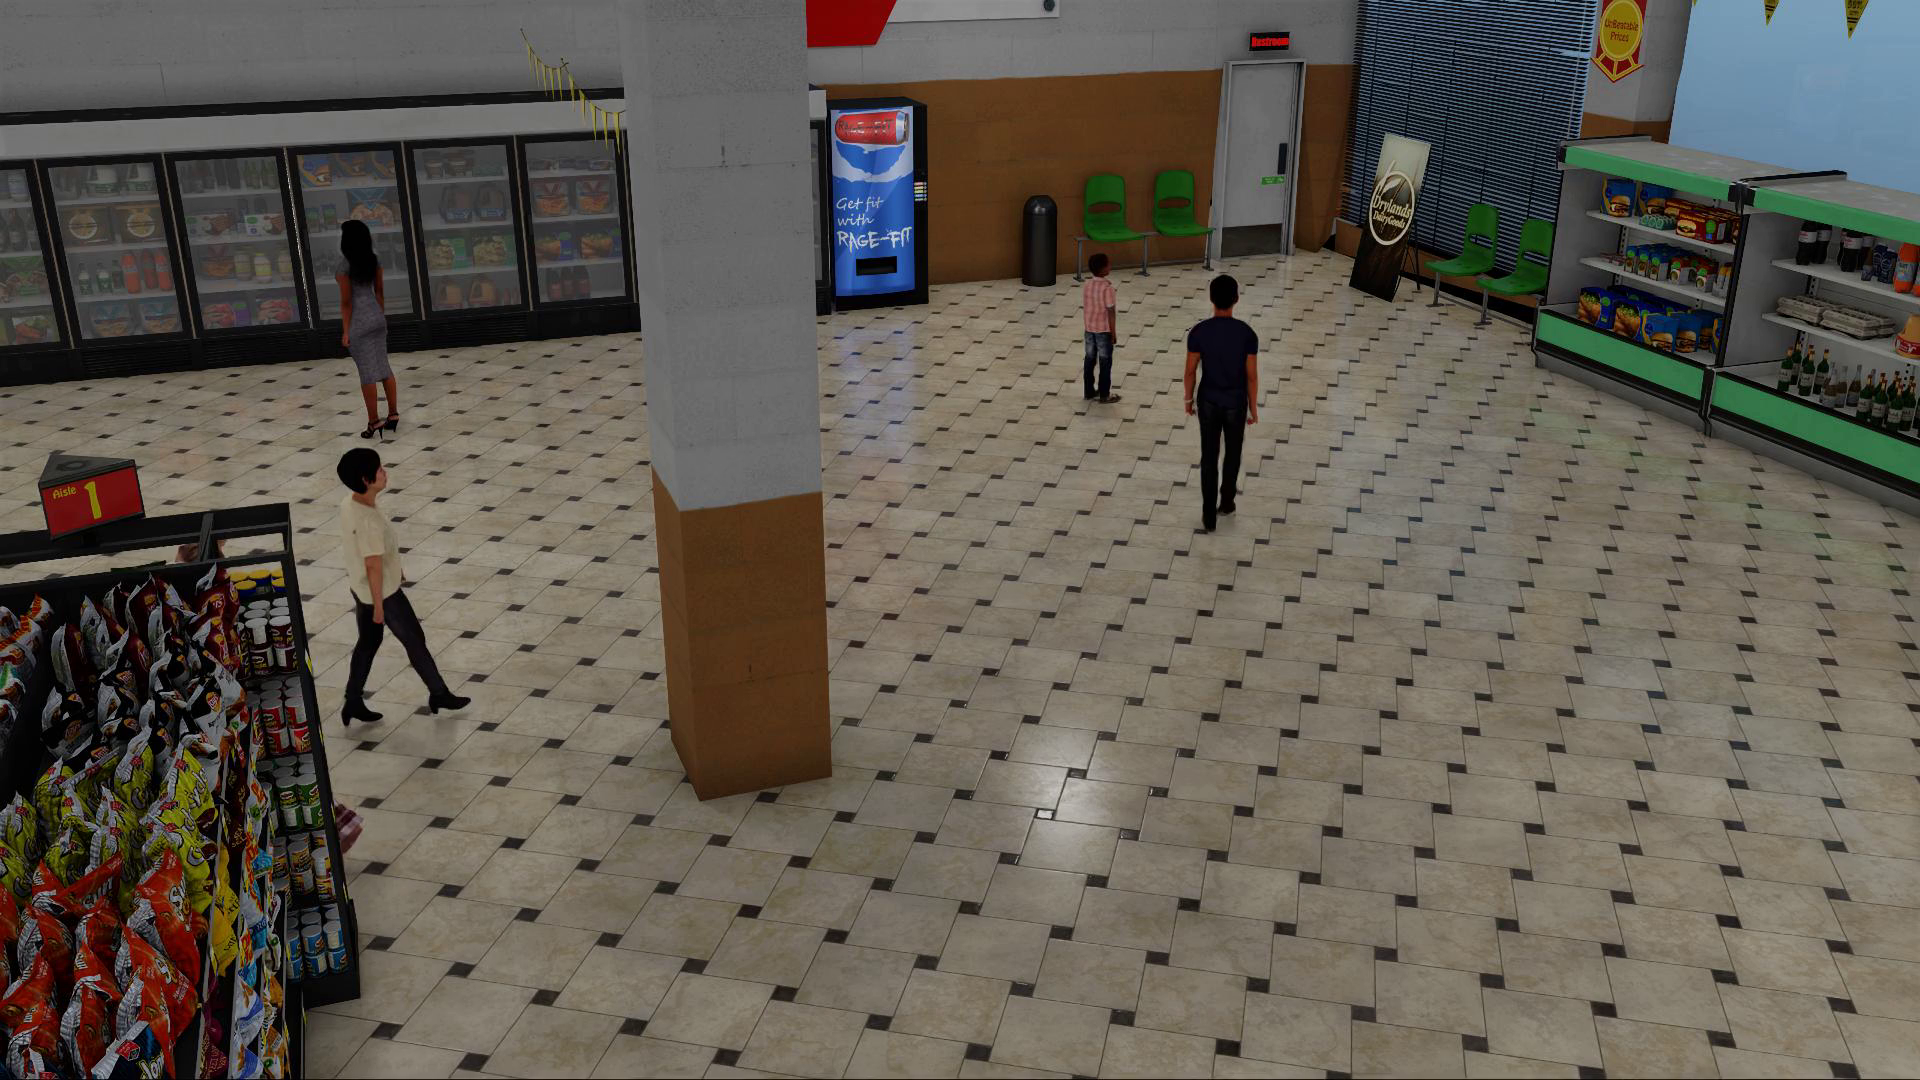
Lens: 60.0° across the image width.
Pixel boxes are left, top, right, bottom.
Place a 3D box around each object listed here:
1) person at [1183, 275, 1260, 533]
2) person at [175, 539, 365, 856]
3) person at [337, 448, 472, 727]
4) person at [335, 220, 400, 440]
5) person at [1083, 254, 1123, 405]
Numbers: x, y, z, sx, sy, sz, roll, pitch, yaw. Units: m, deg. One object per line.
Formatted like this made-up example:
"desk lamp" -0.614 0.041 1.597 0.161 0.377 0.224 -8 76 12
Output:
"person" 1.799 -0.909 11.471 0.812 1.776 0.845 3 22 7
"person" -3.140 0.774 7.424 0.926 1.670 1.046 1 22 2
"person" -3.139 0.286 8.795 0.807 1.554 0.890 -15 26 -32
"person" -4.789 -1.703 13.440 0.706 1.781 0.663 12 25 28
"person" 1.195 -1.840 14.416 0.642 1.307 0.547 -20 29 -40
